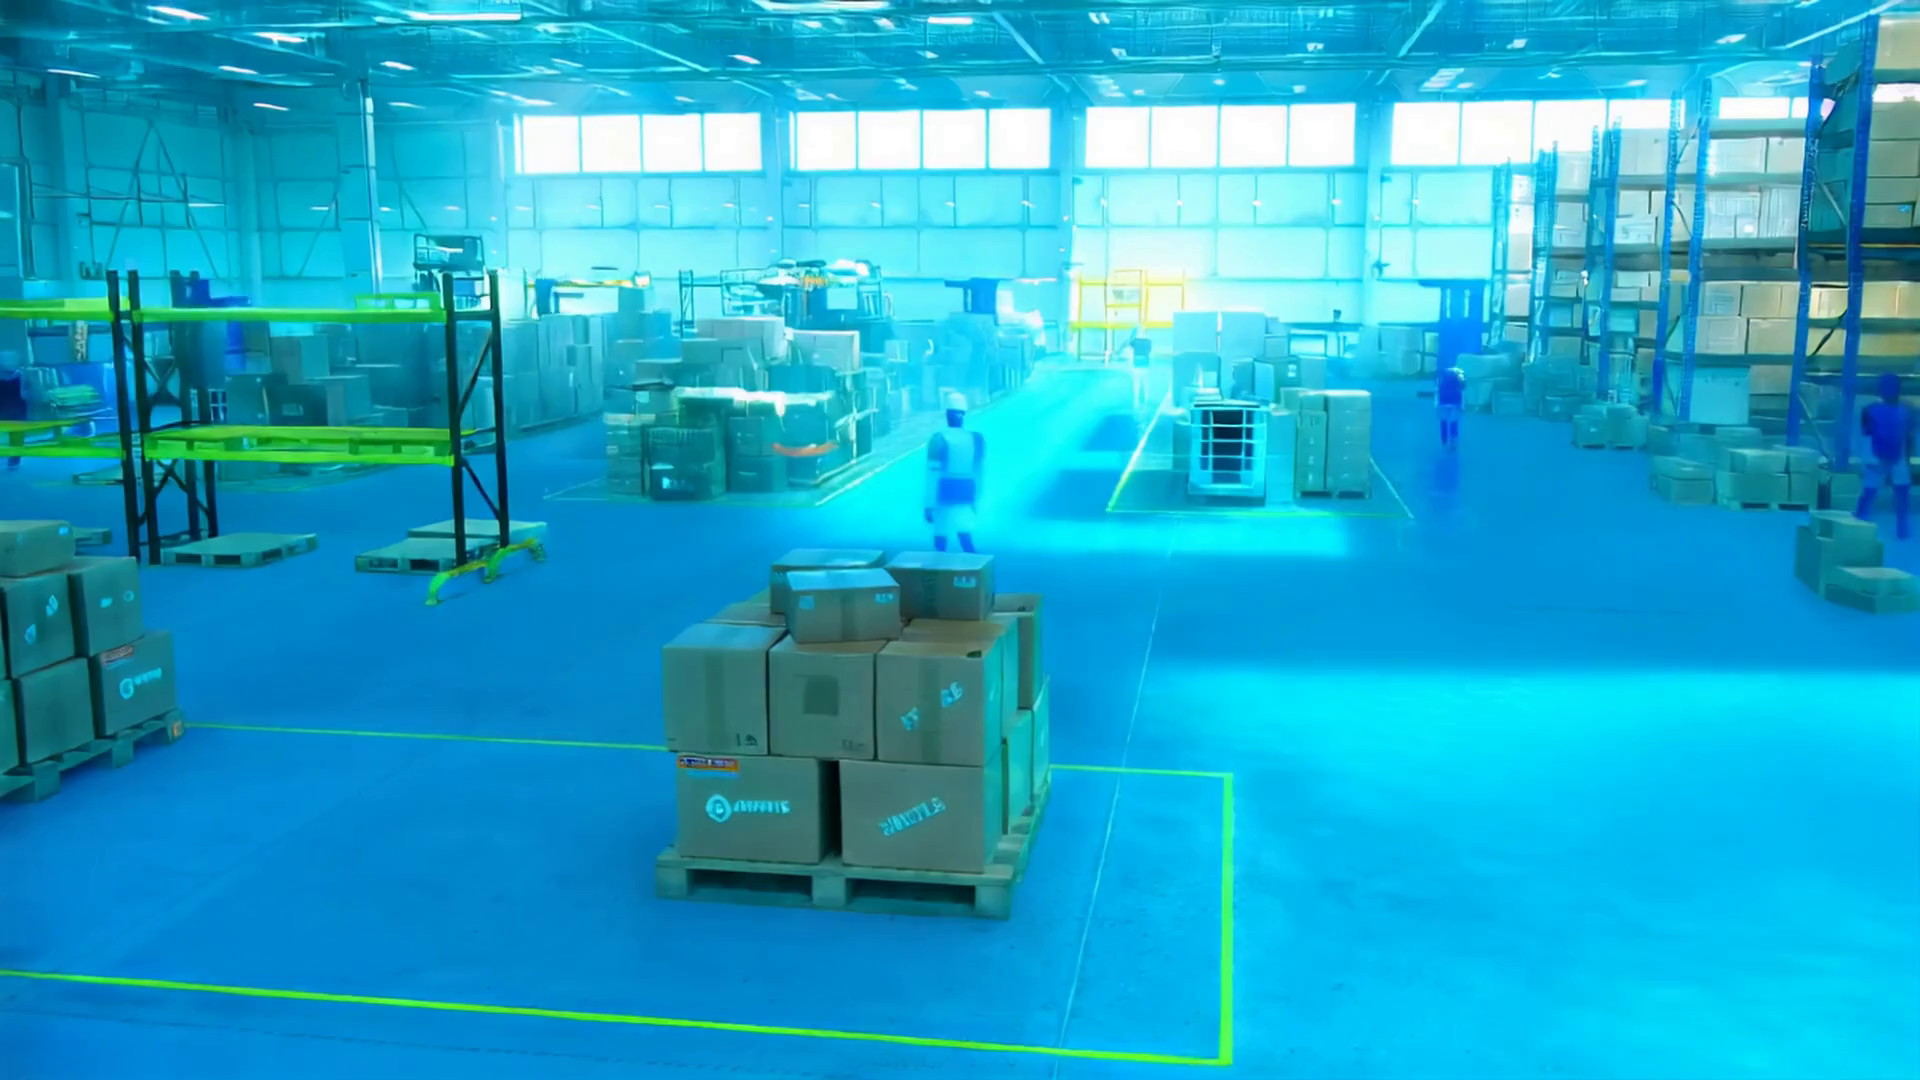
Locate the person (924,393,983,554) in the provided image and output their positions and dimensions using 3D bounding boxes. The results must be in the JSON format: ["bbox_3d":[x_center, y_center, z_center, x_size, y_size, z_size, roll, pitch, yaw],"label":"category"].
[{"bbox_3d":[-0.066,-0.382,15.203,0.573,1.929,0.395,-4,10,-24],"label":"person"}]

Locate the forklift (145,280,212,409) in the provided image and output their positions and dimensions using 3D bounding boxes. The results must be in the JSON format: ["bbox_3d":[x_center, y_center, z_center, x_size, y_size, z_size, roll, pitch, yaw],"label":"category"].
[{"bbox_3d":[-16.778,-4.294,36.399,1.873,2.768,1.129,1,9,9],"label":"forklift"}]

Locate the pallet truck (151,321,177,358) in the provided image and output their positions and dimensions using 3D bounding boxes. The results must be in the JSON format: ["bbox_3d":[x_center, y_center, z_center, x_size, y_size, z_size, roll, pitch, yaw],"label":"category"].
[{"bbox_3d":[-21.869,-5.598,47.154,0.823,1.965,1.885,4,10,26],"label":"pallet truck"}]

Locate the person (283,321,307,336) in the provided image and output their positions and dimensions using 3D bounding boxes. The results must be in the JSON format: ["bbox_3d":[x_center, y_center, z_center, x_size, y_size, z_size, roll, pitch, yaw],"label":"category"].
[{"bbox_3d":[-15.041,-4.032,37.755,0.632,1.919,0.713,-2,9,-10],"label":"person"}]

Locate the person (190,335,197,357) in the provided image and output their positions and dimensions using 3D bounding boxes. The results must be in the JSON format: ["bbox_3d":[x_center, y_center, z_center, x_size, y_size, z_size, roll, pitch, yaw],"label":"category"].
[{"bbox_3d":[-17.846,-4.038,38.815,0.519,1.582,0.862,1,9,6],"label":"person"}]

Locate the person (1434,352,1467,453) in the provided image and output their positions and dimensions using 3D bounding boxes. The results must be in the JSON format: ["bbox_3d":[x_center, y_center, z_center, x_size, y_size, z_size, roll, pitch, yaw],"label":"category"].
[{"bbox_3d":[8.114,-2.268,27.578,0.540,1.684,0.491,3,10,20],"label":"person"}]

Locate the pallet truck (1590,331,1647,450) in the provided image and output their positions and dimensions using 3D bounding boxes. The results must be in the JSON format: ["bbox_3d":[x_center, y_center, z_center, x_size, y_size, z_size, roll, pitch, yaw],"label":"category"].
[{"bbox_3d":[11.253,-2.573,28.499,0.823,1.965,1.885,5,10,27],"label":"pallet truck"}]

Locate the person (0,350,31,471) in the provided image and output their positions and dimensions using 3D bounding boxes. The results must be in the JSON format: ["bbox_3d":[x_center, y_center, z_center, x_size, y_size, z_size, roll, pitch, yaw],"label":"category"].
[{"bbox_3d":[-14.364,-1.942,25.108,0.566,1.826,0.500,-4,10,-23],"label":"person"}]

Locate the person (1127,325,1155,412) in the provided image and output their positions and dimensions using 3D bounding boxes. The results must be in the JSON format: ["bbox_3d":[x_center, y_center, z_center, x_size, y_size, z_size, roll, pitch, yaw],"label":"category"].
[{"bbox_3d":[3.906,-3.688,35.823,0.611,1.864,1.037,-1,9,-8],"label":"person"}]

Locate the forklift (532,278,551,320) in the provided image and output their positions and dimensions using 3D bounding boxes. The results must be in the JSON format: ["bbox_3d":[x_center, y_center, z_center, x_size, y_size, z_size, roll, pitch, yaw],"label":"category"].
[{"bbox_3d":[-11.293,-5.709,45.126,1.873,2.768,1.129,-3,10,-19],"label":"forklift"}]

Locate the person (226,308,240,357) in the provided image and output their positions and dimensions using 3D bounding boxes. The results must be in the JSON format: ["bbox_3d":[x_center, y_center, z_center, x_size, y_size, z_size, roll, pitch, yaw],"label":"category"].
[{"bbox_3d":[-21.485,-5.859,48.997,0.530,1.919,0.580,-6,11,-32],"label":"person"}]

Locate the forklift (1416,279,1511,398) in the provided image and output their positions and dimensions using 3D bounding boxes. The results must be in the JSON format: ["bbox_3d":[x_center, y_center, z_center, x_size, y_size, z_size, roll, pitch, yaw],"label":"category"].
[{"bbox_3d":[11.839,-4.691,38.846,1.129,2.768,1.873,-7,11,-35],"label":"forklift"}]

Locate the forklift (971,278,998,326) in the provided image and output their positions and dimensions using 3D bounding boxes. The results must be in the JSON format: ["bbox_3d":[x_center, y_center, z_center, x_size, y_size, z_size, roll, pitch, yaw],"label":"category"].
[{"bbox_3d":[0.688,-6.000,46.917,1.873,2.768,1.129,-6,11,-31],"label":"forklift"}]

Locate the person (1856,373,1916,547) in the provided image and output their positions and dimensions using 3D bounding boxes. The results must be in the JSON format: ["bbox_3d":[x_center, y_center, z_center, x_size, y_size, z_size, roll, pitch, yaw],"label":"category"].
[{"bbox_3d":[10.365,-0.927,18.632,0.633,1.914,0.949,1,9,5],"label":"person"}]

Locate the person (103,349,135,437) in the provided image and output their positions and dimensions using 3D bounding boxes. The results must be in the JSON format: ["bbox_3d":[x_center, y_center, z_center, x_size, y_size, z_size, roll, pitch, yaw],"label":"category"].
[{"bbox_3d":[-14.864,-2.576,29.451,0.490,1.699,0.908,-2,9,-10],"label":"person"}]

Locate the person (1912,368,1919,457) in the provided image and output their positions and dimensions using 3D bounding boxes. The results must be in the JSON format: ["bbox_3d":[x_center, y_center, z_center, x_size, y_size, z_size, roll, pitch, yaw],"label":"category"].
[{"bbox_3d":[14.804,-2.007,25.260,0.854,1.906,0.629,3,10,18],"label":"person"}]
